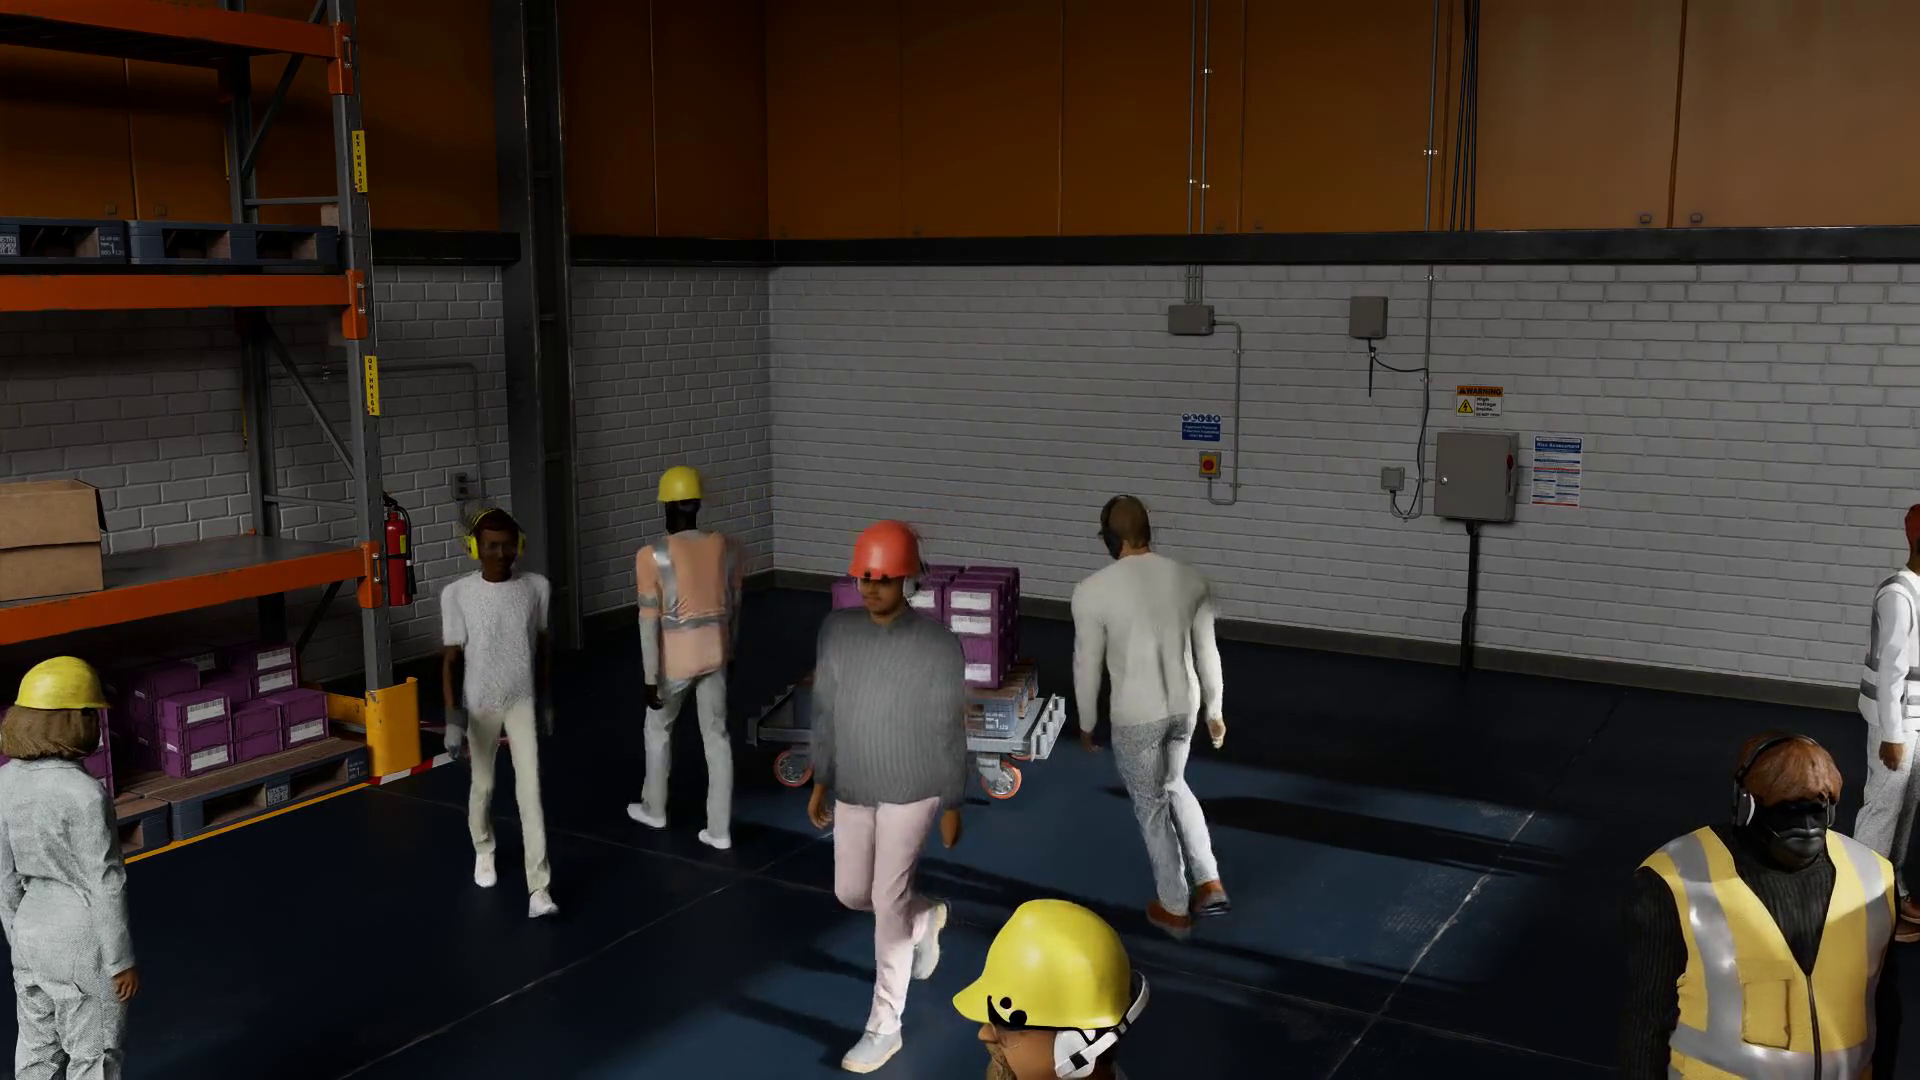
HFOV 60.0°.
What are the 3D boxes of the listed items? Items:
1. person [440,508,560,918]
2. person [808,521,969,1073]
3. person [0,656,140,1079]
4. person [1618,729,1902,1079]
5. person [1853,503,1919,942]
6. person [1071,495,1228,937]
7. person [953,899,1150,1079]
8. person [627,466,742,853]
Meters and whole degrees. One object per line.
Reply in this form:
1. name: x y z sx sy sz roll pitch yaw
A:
1. person: -2.057 0.756 7.442 0.533 1.809 1.004 -4 10 -26
2. person: -0.230 0.881 6.129 0.618 1.971 0.764 6 11 31
3. person: -2.596 1.199 4.891 0.484 1.735 0.311 4 10 24
4. person: 1.821 1.326 3.799 0.622 1.837 0.428 0 9 -2
5. person: 4.061 0.768 7.139 0.577 1.879 0.350 -9 13 -44
6. person: 0.790 0.758 7.131 0.658 1.898 0.477 -5 10 -28
7. person: 0.154 1.484 2.801 0.403 1.835 0.588 -3 10 -17
8. person: -1.398 0.573 8.307 0.604 1.893 0.867 -7 11 -36
